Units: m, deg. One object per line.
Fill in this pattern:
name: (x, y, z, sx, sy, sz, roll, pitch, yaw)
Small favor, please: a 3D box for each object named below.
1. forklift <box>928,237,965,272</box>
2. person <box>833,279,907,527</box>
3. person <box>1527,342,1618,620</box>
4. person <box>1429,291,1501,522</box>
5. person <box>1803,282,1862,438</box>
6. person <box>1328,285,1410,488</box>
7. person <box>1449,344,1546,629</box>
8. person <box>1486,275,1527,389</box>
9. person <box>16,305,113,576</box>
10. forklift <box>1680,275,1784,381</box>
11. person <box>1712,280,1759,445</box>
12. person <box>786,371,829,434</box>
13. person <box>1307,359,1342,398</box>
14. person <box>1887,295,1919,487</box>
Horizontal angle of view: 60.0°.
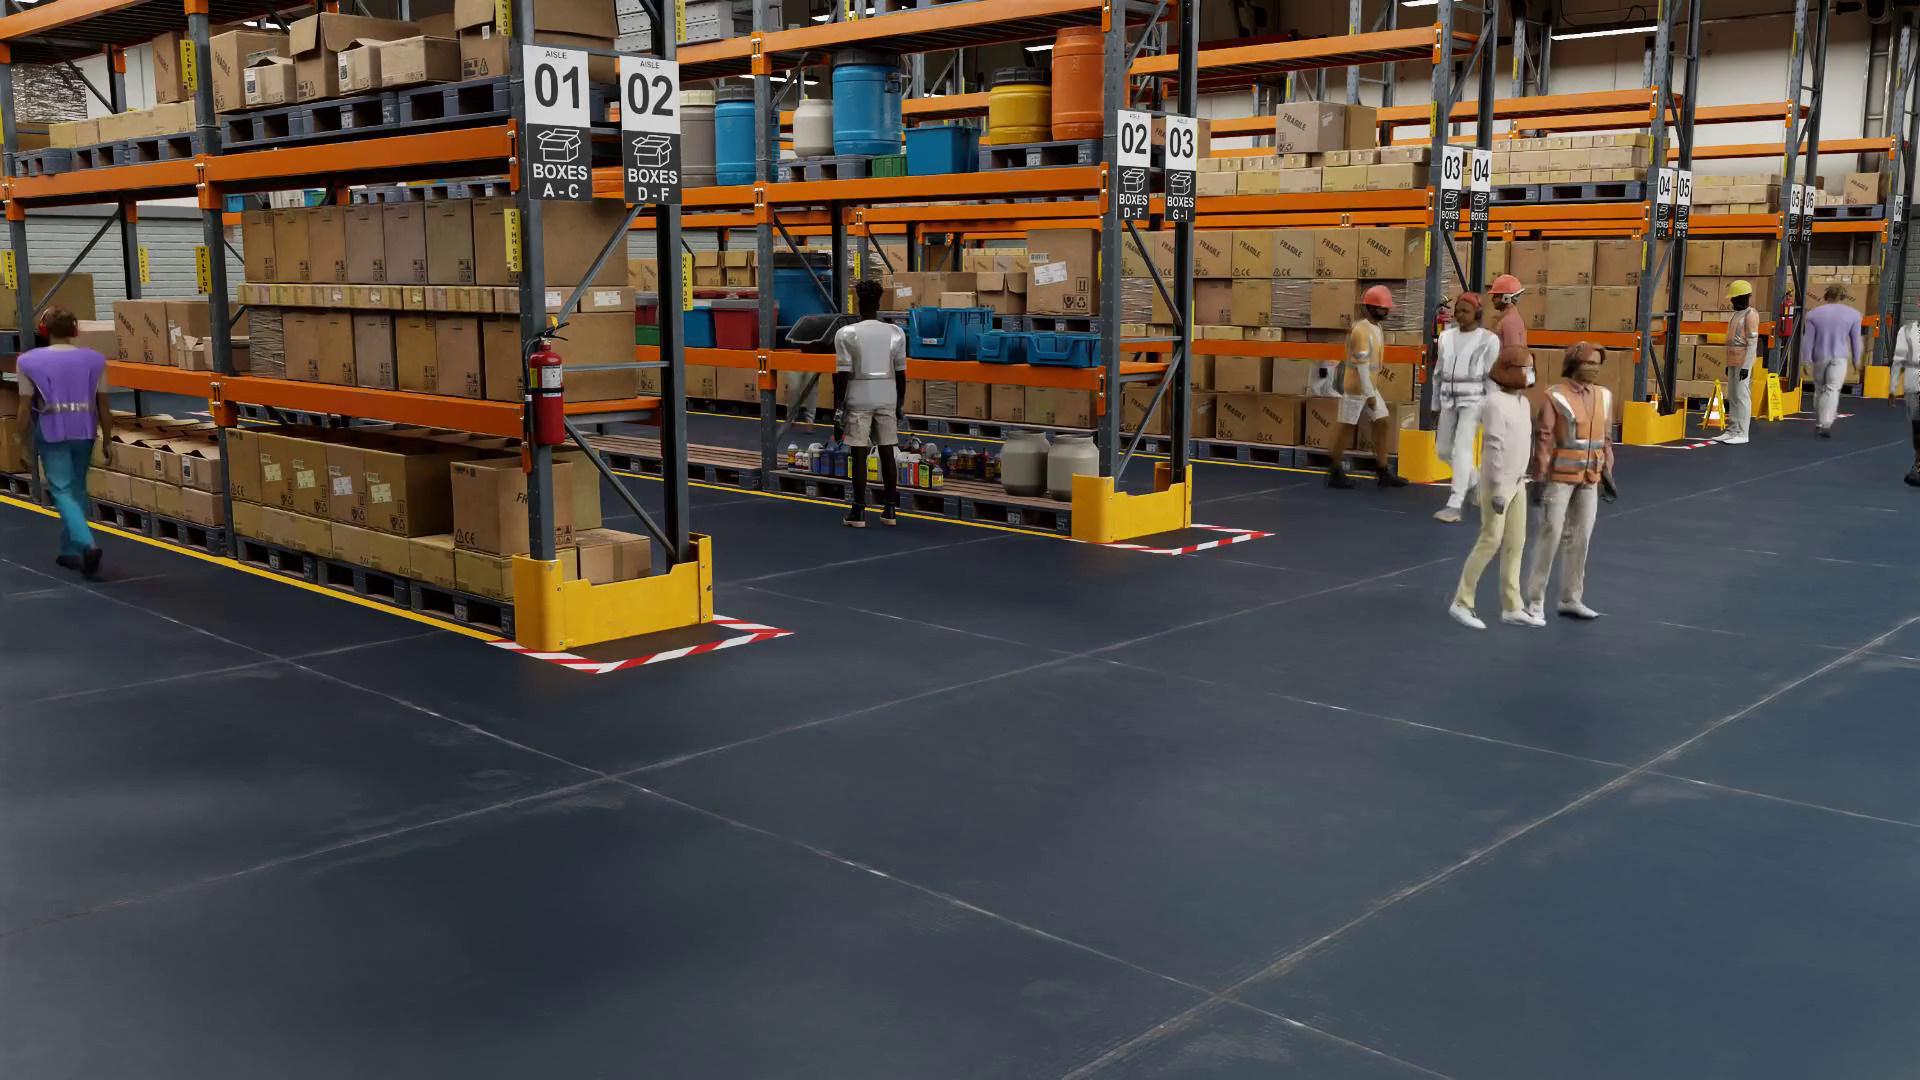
forklift: (-0.326, -5.817, 39.609, 1.129, 2.768, 1.873, 9, 13, 43)
person: (-0.718, -1.092, 13.304, 0.613, 1.965, 0.361, -4, 10, -23)
person: (3.567, -0.342, 9.757, 0.593, 1.626, 0.310, -4, 10, -22)
person: (4.159, -1.102, 13.652, 0.686, 1.868, 0.595, -7, 11, -36)
person: (10.683, -2.210, 20.420, 0.637, 1.904, 1.017, 5, 11, 30)
person: (3.825, -1.405, 15.433, 0.873, 1.887, 0.554, 7, 12, 36)
person: (3.135, -0.302, 9.570, 0.397, 1.650, 0.505, 8, 12, 42)
person: (4.996, -1.433, 15.303, 0.385, 1.993, 0.622, 3, 10, 16)
person: (-6.026, -0.679, 11.248, 0.874, 1.810, 0.579, 8, 12, 40)
forklift: (12.480, -3.427, 27.053, 1.214, 2.155, 2.313, 9, 13, 43)
person: (9.148, -2.088, 19.552, 0.374, 1.920, 0.585, 1, 9, 4)
person: (-1.877, -2.258, 20.664, 0.662, 1.896, 0.502, 1, 9, 5)
person: (4.529, -2.171, 20.388, 0.760, 1.822, 0.632, 4, 10, 21)
person: (9.189, -1.465, 15.867, 0.559, 1.880, 1.023, 8, 12, 39)
